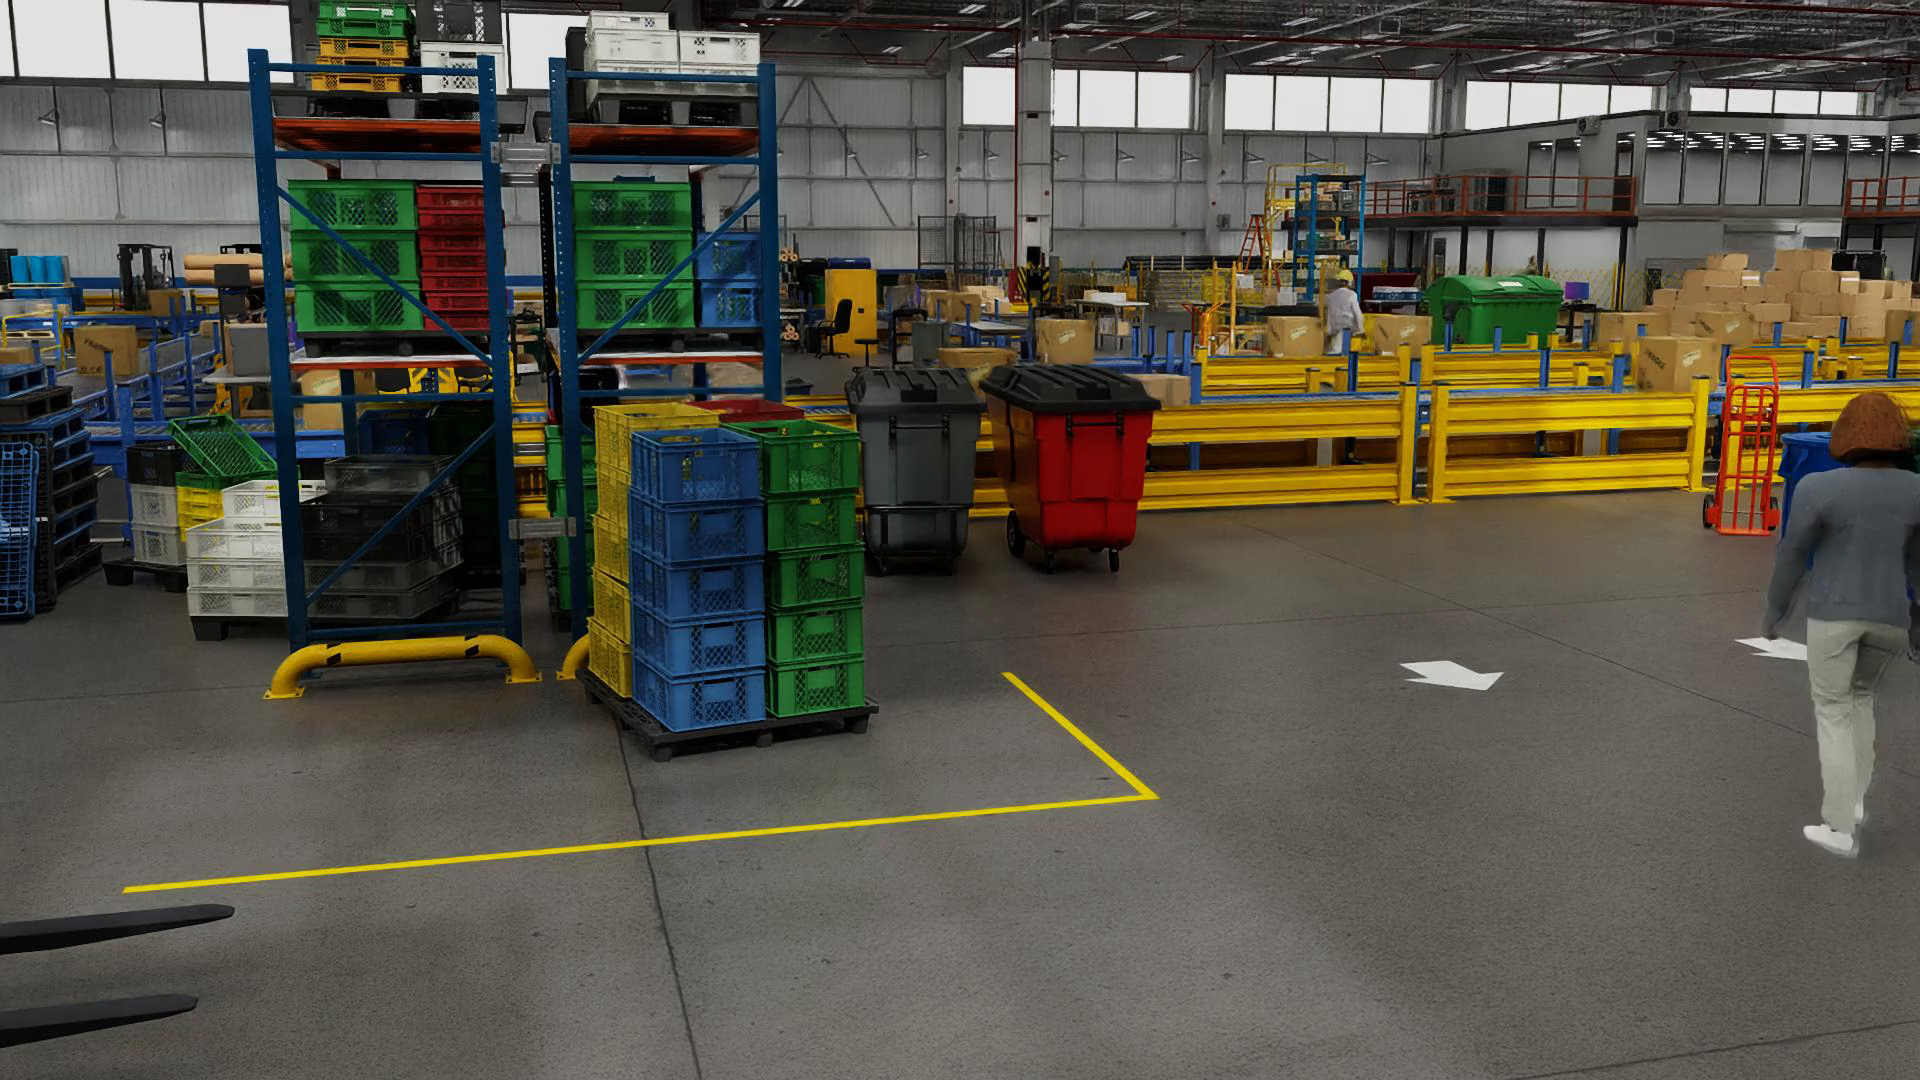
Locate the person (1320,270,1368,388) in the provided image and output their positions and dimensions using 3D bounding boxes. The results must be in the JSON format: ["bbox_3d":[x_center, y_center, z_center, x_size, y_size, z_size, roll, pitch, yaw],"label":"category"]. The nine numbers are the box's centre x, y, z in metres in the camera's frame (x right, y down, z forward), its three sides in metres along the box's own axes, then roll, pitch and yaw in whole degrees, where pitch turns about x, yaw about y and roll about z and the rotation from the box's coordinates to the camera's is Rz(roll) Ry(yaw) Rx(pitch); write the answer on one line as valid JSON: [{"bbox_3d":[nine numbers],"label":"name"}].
[{"bbox_3d":[5.757,-3.168,25.033,0.977,1.779,0.591,-4,11,-19],"label":"person"}]

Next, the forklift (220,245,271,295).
[{"bbox_3d":[-17.749,-6.334,41.440,1.157,1.987,2.680,-3,10,-17],"label":"forklift"}]

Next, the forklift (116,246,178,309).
[{"bbox_3d":[-19.966,-6.232,40.894,1.157,1.987,2.680,-3,10,-15],"label":"forklift"}]

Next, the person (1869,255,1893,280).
[{"bbox_3d":[24.424,-6.618,44.192,0.616,1.903,0.456,1,10,4],"label":"person"}]

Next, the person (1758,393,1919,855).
[{"bbox_3d":[3.157,0.284,5.939,0.512,1.614,0.586,0,10,0],"label":"person"}]

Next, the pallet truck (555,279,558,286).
[{"bbox_3d":[-10.604,-6.375,44.520,0.653,1.274,1.630,-3,10,-15],"label":"pallet truck"}]

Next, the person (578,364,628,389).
[{"bbox_3d":[-5.409,-3.116,24.542,1.029,1.842,0.641,-2,10,-10],"label":"person"}]

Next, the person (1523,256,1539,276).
[{"bbox_3d":[17.995,-7.989,52.235,0.542,1.802,0.927,-4,11,-20],"label":"person"}]
